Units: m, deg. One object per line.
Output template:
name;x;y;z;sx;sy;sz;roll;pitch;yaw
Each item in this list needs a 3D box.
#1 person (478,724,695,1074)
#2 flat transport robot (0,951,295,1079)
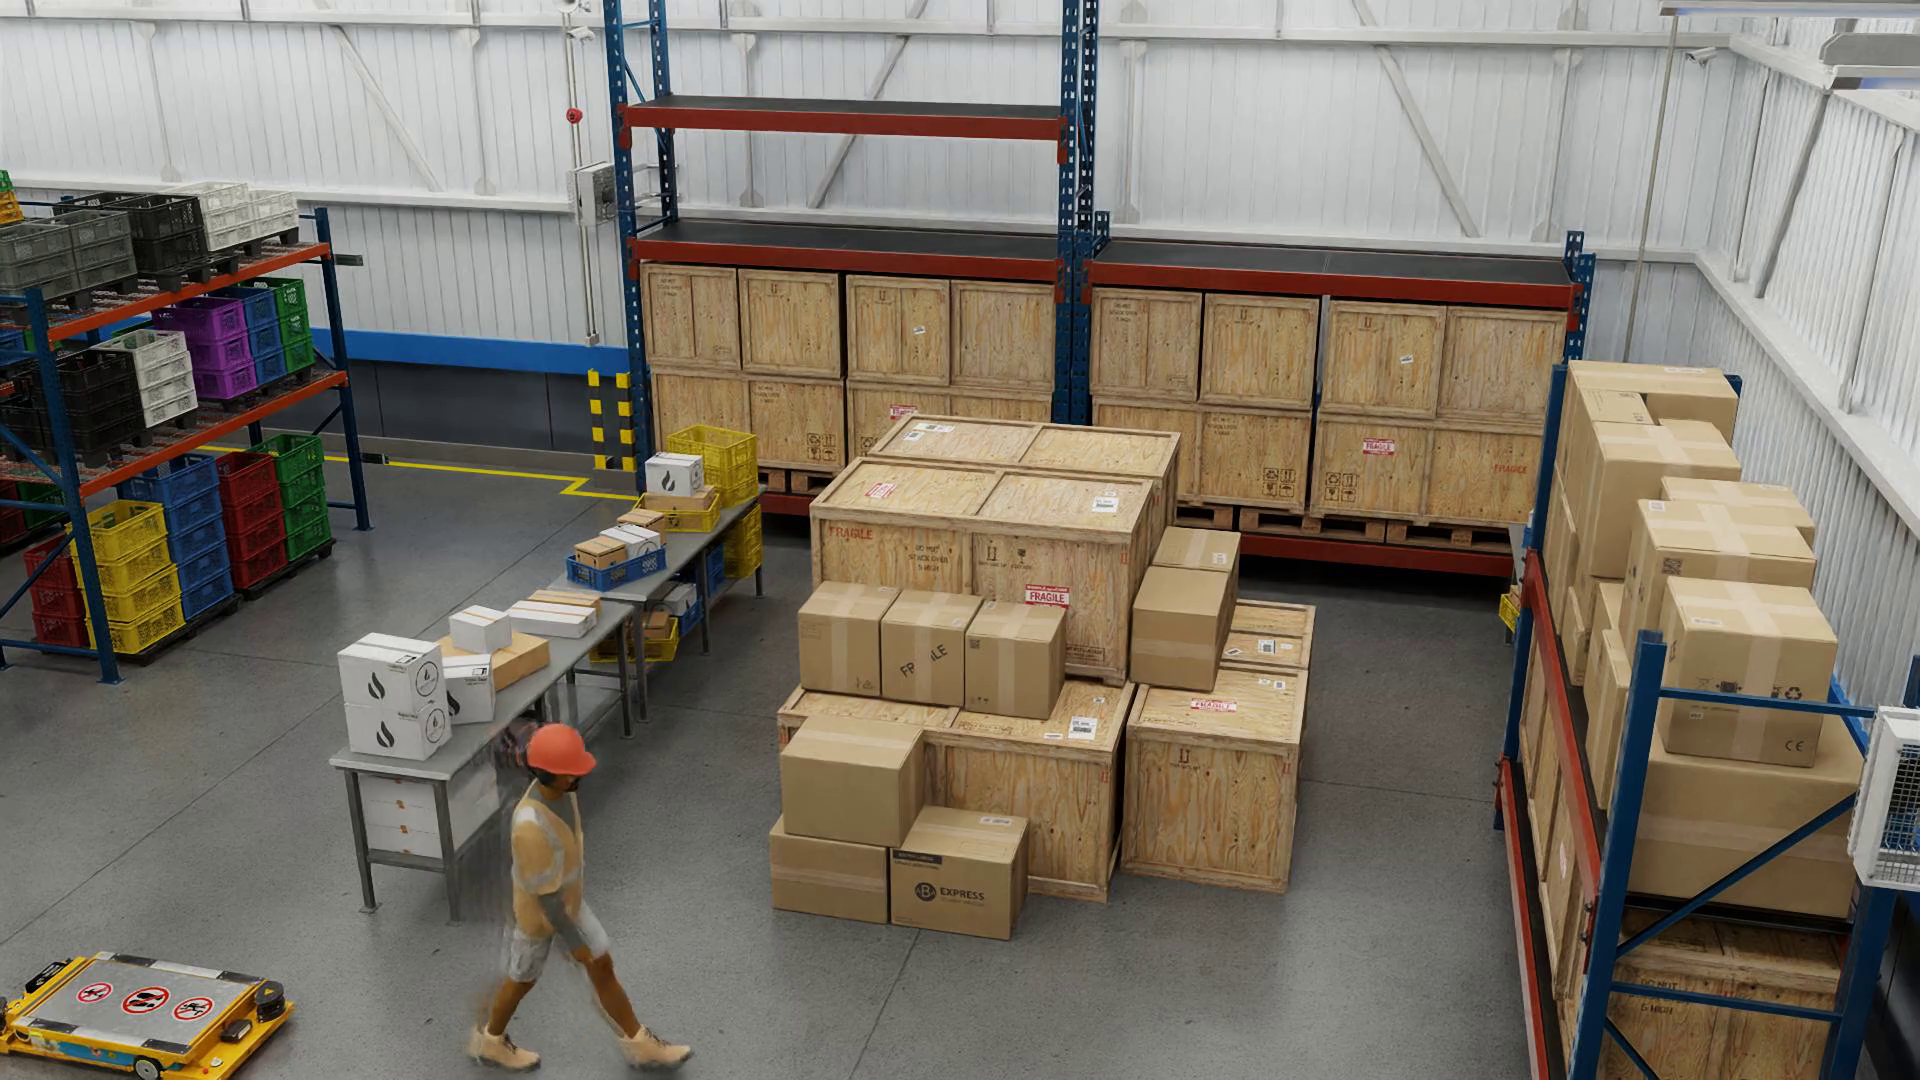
person;-1.927;1.766;8.025;1.115;1.970;0.598;4;21;9
flat transport robot;-4.270;2.464;8.601;1.431;0.231;0.659;5;22;13
